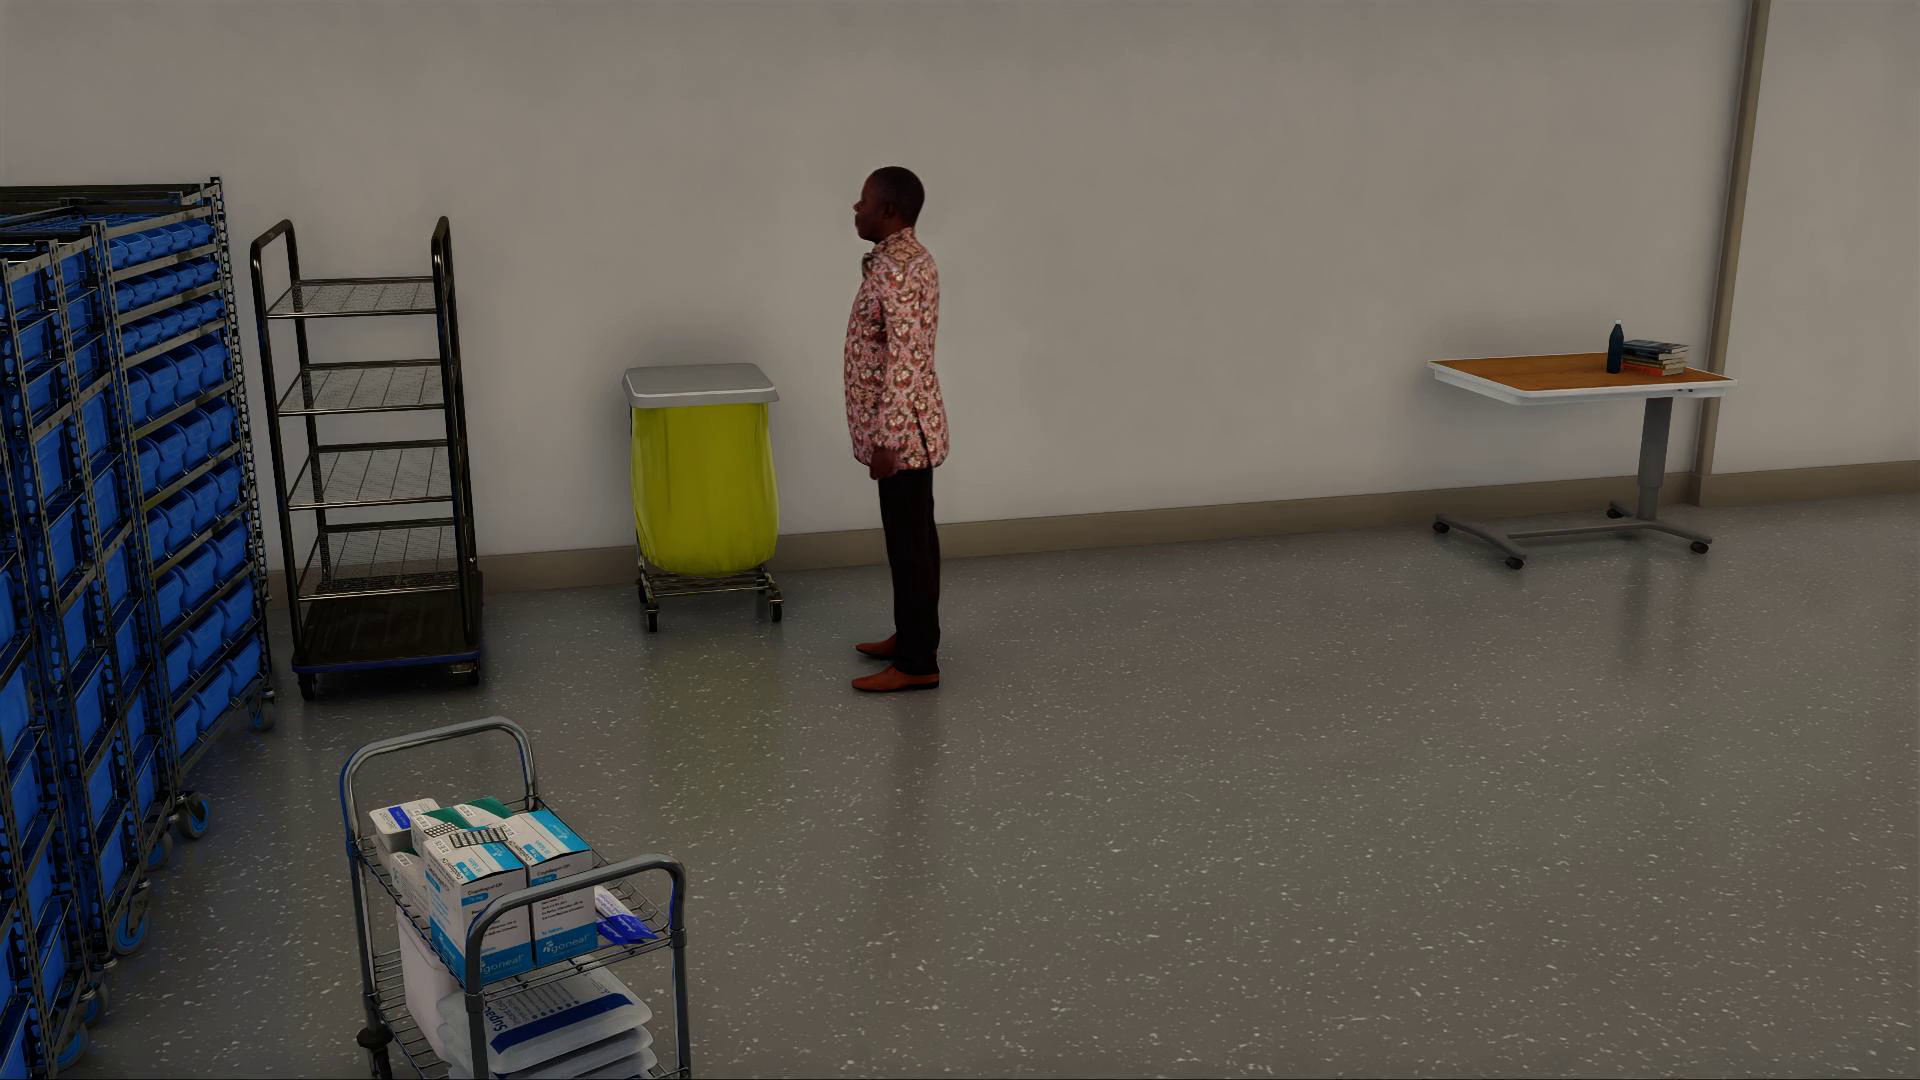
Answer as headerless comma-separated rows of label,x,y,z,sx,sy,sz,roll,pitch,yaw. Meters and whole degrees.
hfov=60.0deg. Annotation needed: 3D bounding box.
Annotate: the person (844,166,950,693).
person,-0.190,-0.382,5.793,0.721,1.808,0.759,1,16,4
